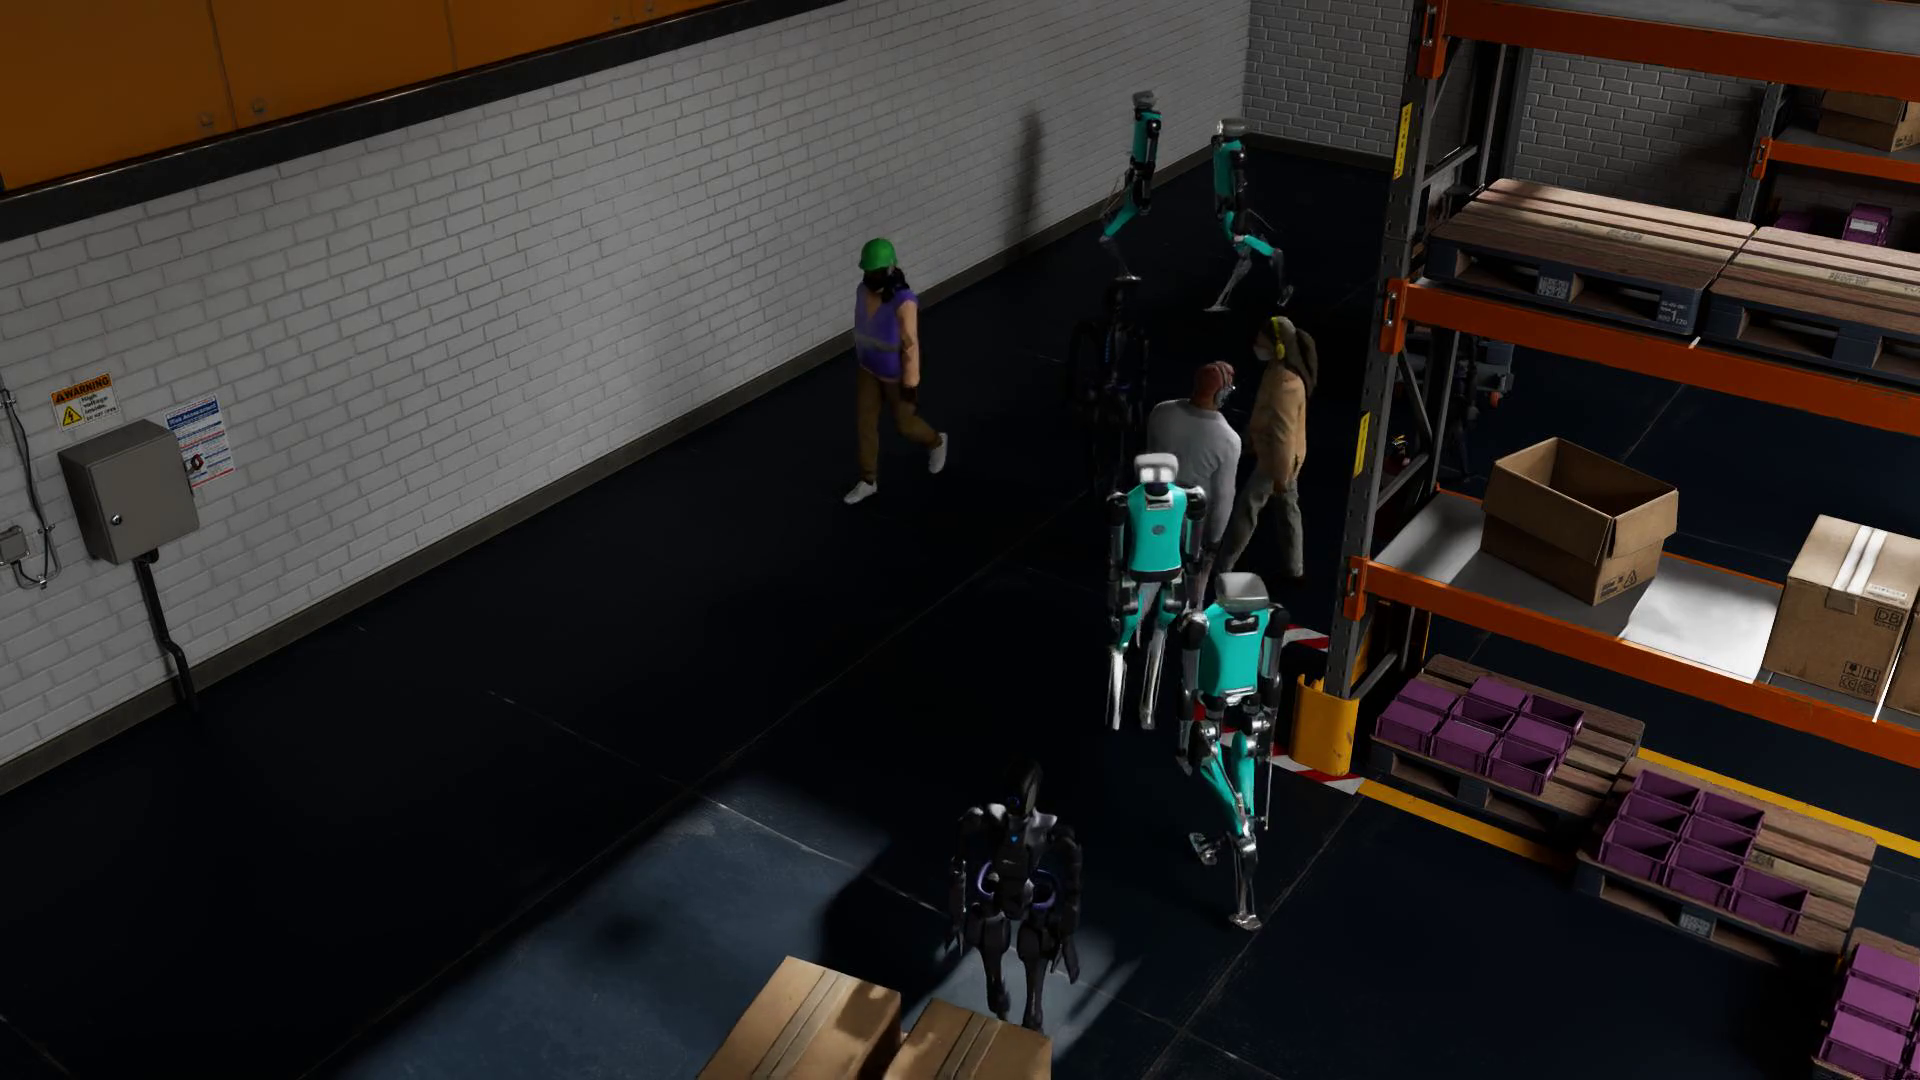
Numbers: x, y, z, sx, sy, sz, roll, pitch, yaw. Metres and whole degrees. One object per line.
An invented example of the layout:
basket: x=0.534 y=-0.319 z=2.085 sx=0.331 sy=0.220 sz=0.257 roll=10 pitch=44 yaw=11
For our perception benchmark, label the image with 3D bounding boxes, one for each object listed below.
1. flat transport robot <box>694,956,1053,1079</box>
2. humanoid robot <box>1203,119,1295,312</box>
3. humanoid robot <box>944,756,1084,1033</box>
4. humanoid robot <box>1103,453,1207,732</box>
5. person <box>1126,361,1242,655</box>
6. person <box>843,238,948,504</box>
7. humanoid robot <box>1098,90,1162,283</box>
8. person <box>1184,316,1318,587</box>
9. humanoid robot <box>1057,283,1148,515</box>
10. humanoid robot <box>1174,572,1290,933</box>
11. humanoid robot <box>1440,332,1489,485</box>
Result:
flat transport robot: x=-0.290 y=2.576 z=6.572 sx=0.659 sy=0.231 sz=1.431 roll=13 pitch=32 yaw=21
humanoid robot: x=2.606 y=-2.800 z=14.455 sx=0.960 sy=1.774 sz=0.563 roll=-8 pitch=31 yaw=-13
humanoid robot: x=0.221 y=1.584 z=6.882 sx=0.595 sy=1.645 sz=0.404 roll=7 pitch=31 yaw=12
humanoid robot: x=1.006 y=0.261 z=9.122 sx=0.547 sy=1.803 sz=0.668 roll=-3 pitch=30 yaw=-5
person: x=1.313 y=-0.159 z=9.715 sx=0.655 sy=1.873 sz=0.750 roll=22 pitch=37 yaw=33
person: x=-0.454 y=-1.206 z=11.500 sx=0.548 sy=1.903 sz=0.834 roll=24 pitch=37 yaw=35
humanoid robot: x=1.454 y=-3.122 z=15.002 sx=0.663 sy=1.812 sz=0.544 roll=-4 pitch=30 yaw=-7
person: x=1.840 y=-0.535 z=10.387 sx=0.860 sy=1.845 sz=0.578 roll=6 pitch=31 yaw=11
humanoid robot: x=0.942 y=-0.920 z=11.238 sx=0.607 sy=1.641 sz=0.576 roll=6 pitch=31 yaw=11
humanoid robot: x=1.338 y=1.071 z=7.776 sx=0.538 sy=1.783 sz=1.038 roll=-8 pitch=31 yaw=-14
humanoid robot: x=3.461 y=-1.051 z=11.474 sx=0.716 sy=1.632 sz=0.600 roll=-2 pitch=30 yaw=-4
